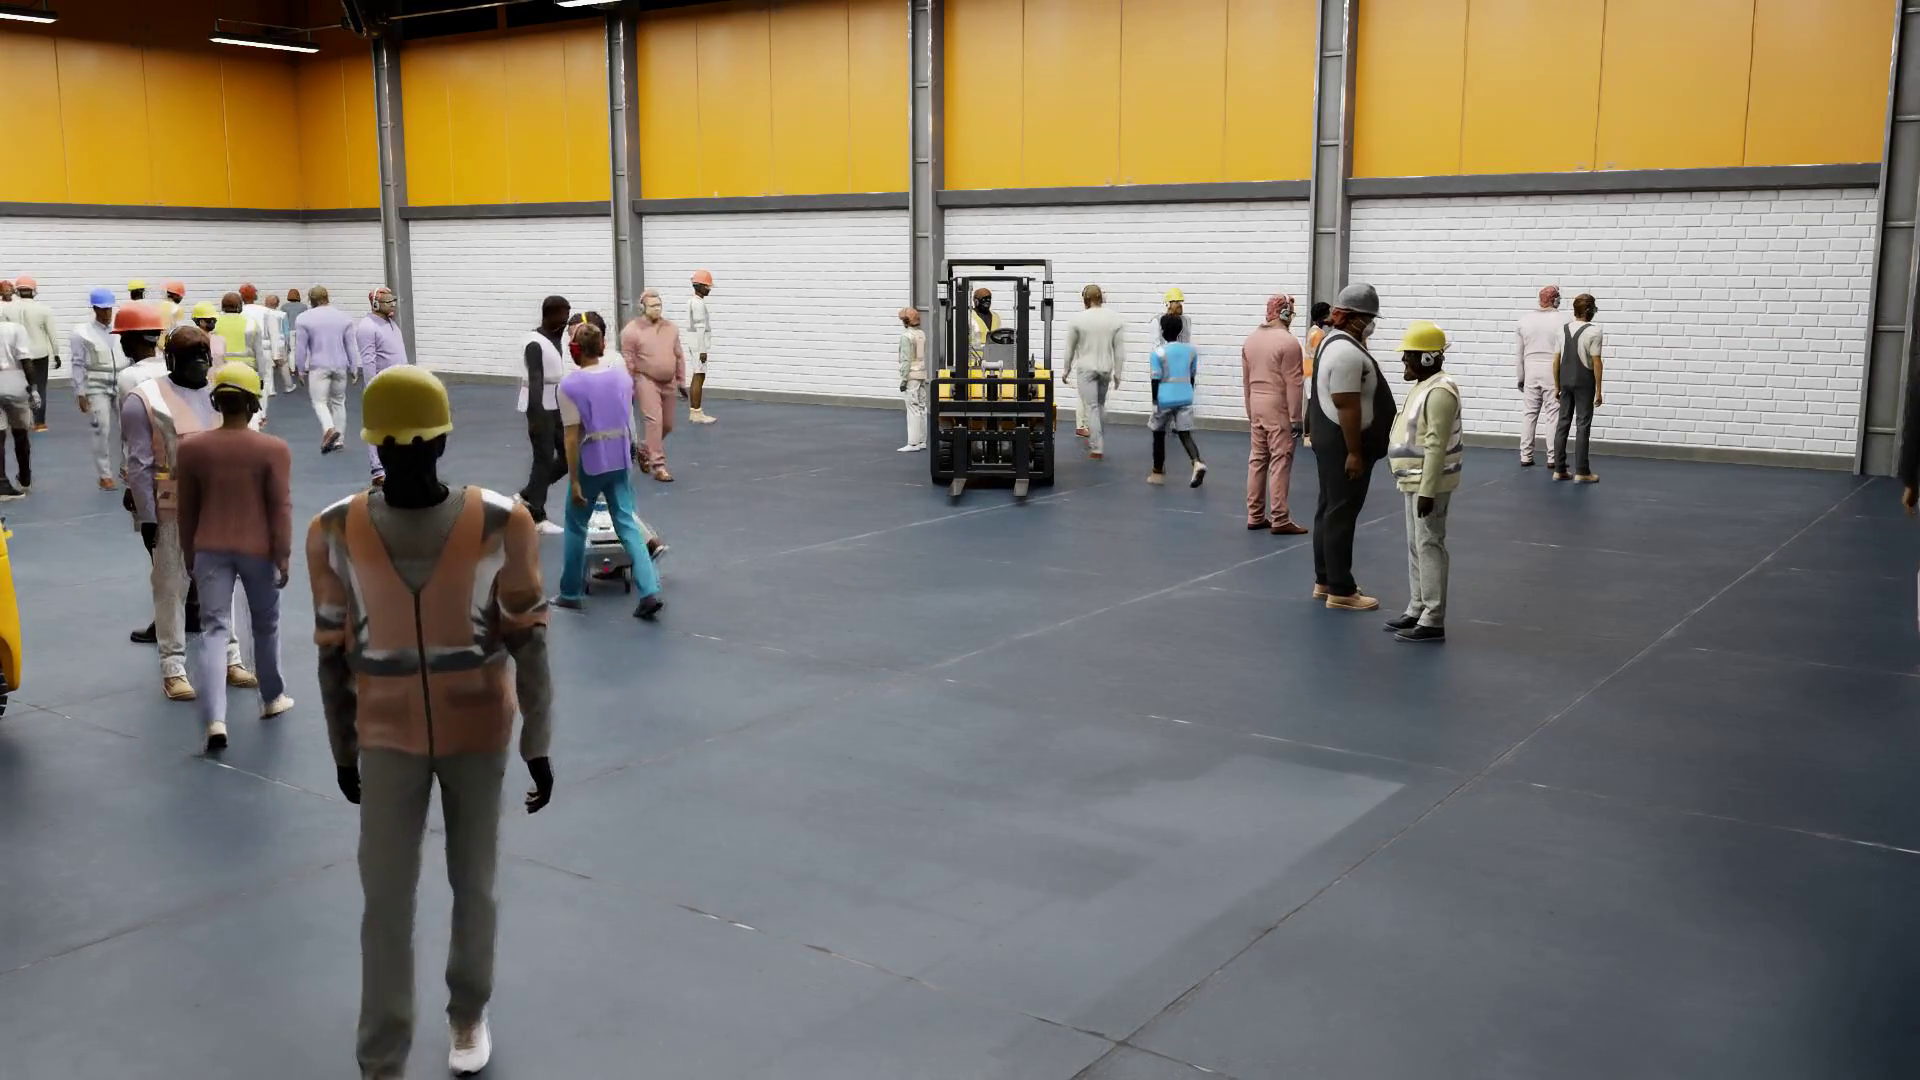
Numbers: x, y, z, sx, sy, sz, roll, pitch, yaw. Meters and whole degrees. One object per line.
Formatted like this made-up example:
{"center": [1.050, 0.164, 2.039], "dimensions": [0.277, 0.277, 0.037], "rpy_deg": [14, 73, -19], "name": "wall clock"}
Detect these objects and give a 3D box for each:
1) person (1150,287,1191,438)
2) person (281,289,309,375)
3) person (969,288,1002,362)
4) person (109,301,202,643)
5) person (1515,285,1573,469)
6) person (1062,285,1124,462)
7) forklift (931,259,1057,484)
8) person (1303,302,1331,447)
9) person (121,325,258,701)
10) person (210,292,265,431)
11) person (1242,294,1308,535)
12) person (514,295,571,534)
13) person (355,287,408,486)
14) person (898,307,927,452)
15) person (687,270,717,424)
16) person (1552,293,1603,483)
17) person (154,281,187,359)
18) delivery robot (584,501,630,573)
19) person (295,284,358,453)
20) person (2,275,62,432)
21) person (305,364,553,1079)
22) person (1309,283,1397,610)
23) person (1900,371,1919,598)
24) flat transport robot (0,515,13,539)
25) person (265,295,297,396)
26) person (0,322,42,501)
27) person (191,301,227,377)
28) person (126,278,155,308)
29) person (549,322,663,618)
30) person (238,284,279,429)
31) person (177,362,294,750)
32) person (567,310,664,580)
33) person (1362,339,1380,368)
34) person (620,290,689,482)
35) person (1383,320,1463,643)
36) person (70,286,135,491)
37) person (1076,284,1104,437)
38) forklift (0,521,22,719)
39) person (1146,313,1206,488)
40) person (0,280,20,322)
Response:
{"center": [2.604, -2.165, 20.364], "dimensions": [0.592, 1.837, 0.404], "rpy_deg": [-5, 11, -30], "name": "person"}
{"center": [-12.554, -3.927, 31.458], "dimensions": [0.498, 1.634, 0.281], "rpy_deg": [-2, 10, -12], "name": "person"}
{"center": [0.264, -2.065, 19.756], "dimensions": [0.634, 1.841, 0.429], "rpy_deg": [-7, 12, -37], "name": "person"}
{"center": [-4.595, -0.384, 9.458], "dimensions": [0.373, 1.934, 0.552], "rpy_deg": [1, 10, 5], "name": "person"}
{"center": [6.131, -1.702, 17.392], "dimensions": [0.639, 1.910, 0.407], "rpy_deg": [9, 13, 43], "name": "person"}
{"center": [1.419, -1.825, 18.209], "dimensions": [0.619, 1.888, 0.954], "rpy_deg": [-3, 10, -19], "name": "person"}
{"center": [0.370, -1.738, 16.759], "dimensions": [1.214, 2.155, 2.313], "rpy_deg": [1, 10, 3], "name": "forklift"}
{"center": [4.142, -1.914, 19.313], "dimensions": [0.320, 1.689, 0.529], "rpy_deg": [1, 10, 7], "name": "person"}
{"center": [-3.800, -0.142, 8.299], "dimensions": [0.430, 1.845, 0.622], "rpy_deg": [8, 12, 39], "name": "person"}
{"center": [-7.943, -1.798, 18.240], "dimensions": [0.621, 1.818, 0.529], "rpy_deg": [-4, 10, -20], "name": "person"}
{"center": [2.520, -0.997, 13.216], "dimensions": [0.407, 1.903, 0.639], "rpy_deg": [-5, 11, -28], "name": "person"}
{"center": [-3.293, -0.995, 13.234], "dimensions": [0.471, 1.887, 0.701], "rpy_deg": [1, 10, 5], "name": "person"}
{"center": [-5.532, -1.476, 16.053], "dimensions": [0.409, 1.907, 0.649], "rpy_deg": [1, 10, 5], "name": "person"}
{"center": [-0.537, -1.814, 18.861], "dimensions": [0.313, 1.639, 0.513], "rpy_deg": [4, 10, 22], "name": "person"}
{"center": [-3.433, -2.563, 22.144], "dimensions": [0.395, 2.032, 0.615], "rpy_deg": [-3, 10, -16], "name": "person"}
{"center": [6.039, -1.477, 16.243], "dimensions": [0.328, 1.844, 0.514], "rpy_deg": [-7, 12, -35], "name": "person"}
{"center": [-11.443, -2.782, 23.985], "dimensions": [0.655, 1.872, 0.946], "rpy_deg": [2, 10, 12], "name": "person"}
{"center": [-2.379, -0.013, 11.079], "dimensions": [0.477, 0.478, 0.707], "rpy_deg": [-3, 10, -15], "name": "delivery robot"}
{"center": [-7.034, -1.896, 18.590], "dimensions": [0.659, 1.910, 0.730], "rpy_deg": [-7, 12, -35], "name": "person"}
{"center": [-11.759, -2.358, 21.119], "dimensions": [0.620, 1.978, 0.513], "rpy_deg": [-1, 10, -7], "name": "person"}
{"center": [-1.333, 0.522, 4.185], "dimensions": [0.599, 1.900, 0.792], "rpy_deg": [-2, 10, -12], "name": "person"}
{"center": [2.462, -0.597, 10.419], "dimensions": [0.535, 2.000, 0.673], "rpy_deg": [0, 10, 1], "name": "person"}
{"center": [5.356, -0.297, 8.819], "dimensions": [0.653, 1.970, 0.705], "rpy_deg": [9, 13, 43], "name": "person"}
{"center": [-7.963, -0.045, 12.389], "dimensions": [1.431, 0.197, 0.652], "rpy_deg": [-1, 10, -5], "name": "flat transport robot"}
{"center": [-11.013, -3.136, 26.811], "dimensions": [0.541, 1.599, 0.807], "rpy_deg": [-1, 10, -3], "name": "person"}
{"center": [-8.756, -1.337, 15.235], "dimensions": [0.685, 1.899, 0.946], "rpy_deg": [-3, 10, -19], "name": "person"}
{"center": [-7.342, -1.443, 16.276], "dimensions": [0.309, 1.769, 0.524], "rpy_deg": [3, 10, 20], "name": "person"}
{"center": [-11.992, -2.891, 24.447], "dimensions": [0.636, 1.911, 0.605], "rpy_deg": [1, 10, 6], "name": "person"}
{"center": [-2.170, -0.421, 10.120], "dimensions": [0.963, 1.805, 0.573], "rpy_deg": [9, 13, 42], "name": "person"}
{"center": [-9.194, -2.376, 21.541], "dimensions": [0.606, 1.859, 0.774], "rpy_deg": [-7, 12, -36], "name": "person"}
{"center": [-3.291, 0.058, 7.531], "dimensions": [0.541, 1.716, 0.938], "rpy_deg": [-1, 10, -6], "name": "person"}
{"center": [-2.337, -0.622, 11.165], "dimensions": [0.465, 1.838, 0.605], "rpy_deg": [1, 10, 8], "name": "person"}
{"center": [3.442, -1.104, 14.712], "dimensions": [0.521, 1.608, 0.701], "rpy_deg": [2, 10, 11], "name": "person"}
{"center": [-3.058, -1.540, 16.528], "dimensions": [0.822, 1.878, 0.650], "rpy_deg": [9, 13, 44], "name": "person"}
{"center": [2.641, -0.331, 9.487], "dimensions": [0.403, 1.827, 0.589], "rpy_deg": [1, 10, 5], "name": "person"}
{"center": [-7.973, -1.408, 15.607], "dimensions": [0.504, 1.921, 0.683], "rpy_deg": [9, 13, 42], "name": "person"}
{"center": [1.611, -2.208, 20.517], "dimensions": [0.326, 1.874, 0.519], "rpy_deg": [4, 10, 24], "name": "person"}
{"center": [-5.296, -0.090, 6.943], "dimensions": [1.214, 2.155, 2.313], "rpy_deg": [7, 12, 35], "name": "forklift"}
{"center": [2.061, -1.318, 15.800], "dimensions": [0.535, 1.672, 0.739], "rpy_deg": [-3, 10, -20], "name": "person"}
{"center": [-14.609, -3.061, 25.651], "dimensions": [0.615, 1.844, 0.910], "rpy_deg": [-9, 13, -43], "name": "person"}
